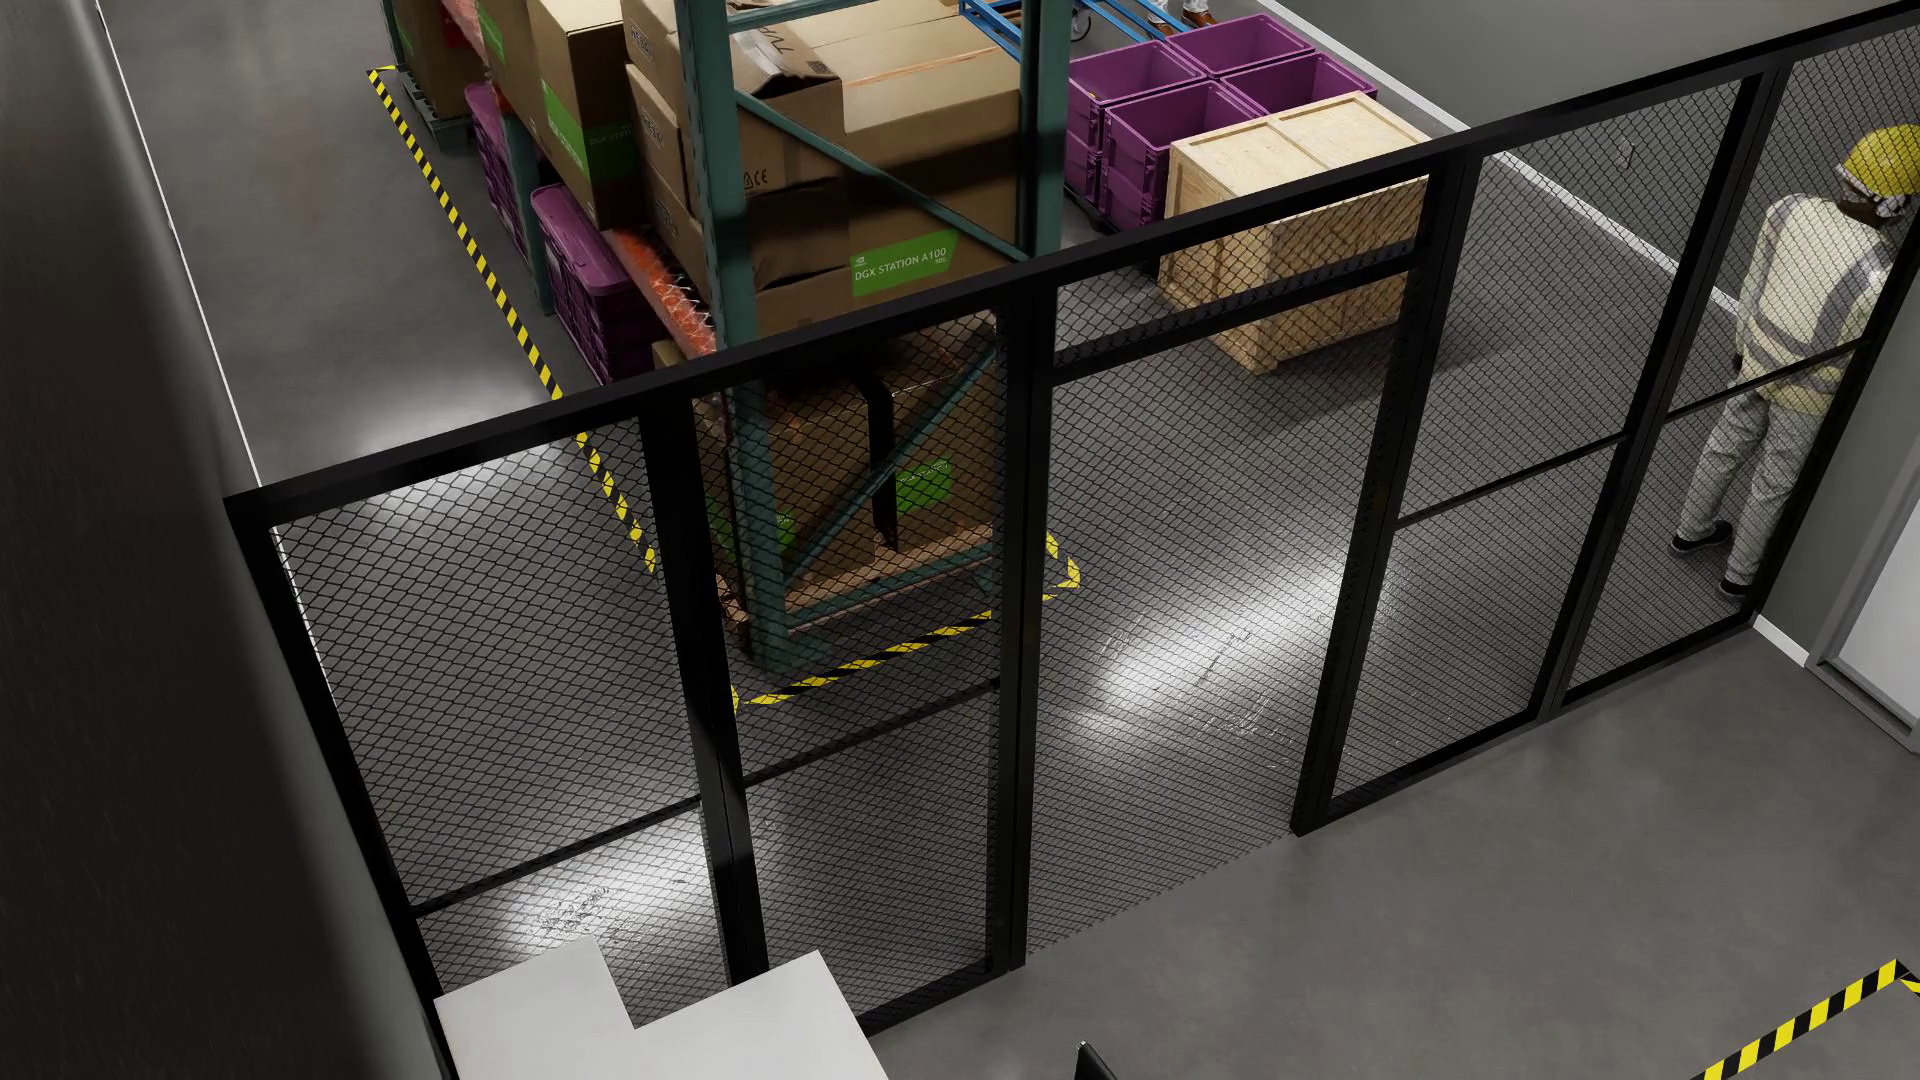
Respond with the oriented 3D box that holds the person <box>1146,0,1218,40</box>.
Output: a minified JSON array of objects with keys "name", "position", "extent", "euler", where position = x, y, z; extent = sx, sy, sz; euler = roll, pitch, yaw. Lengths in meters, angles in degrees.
[{"name":"person","position":[1.271,-3.625,8.911],"extent":[0.631,1.939,0.369],"euler":[-22,47,-22]}]

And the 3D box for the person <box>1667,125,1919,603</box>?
[{"name":"person","position":[2.857,-0.569,5.645],"extent":[0.403,1.833,0.590],"euler":[-14,44,-15]}]
